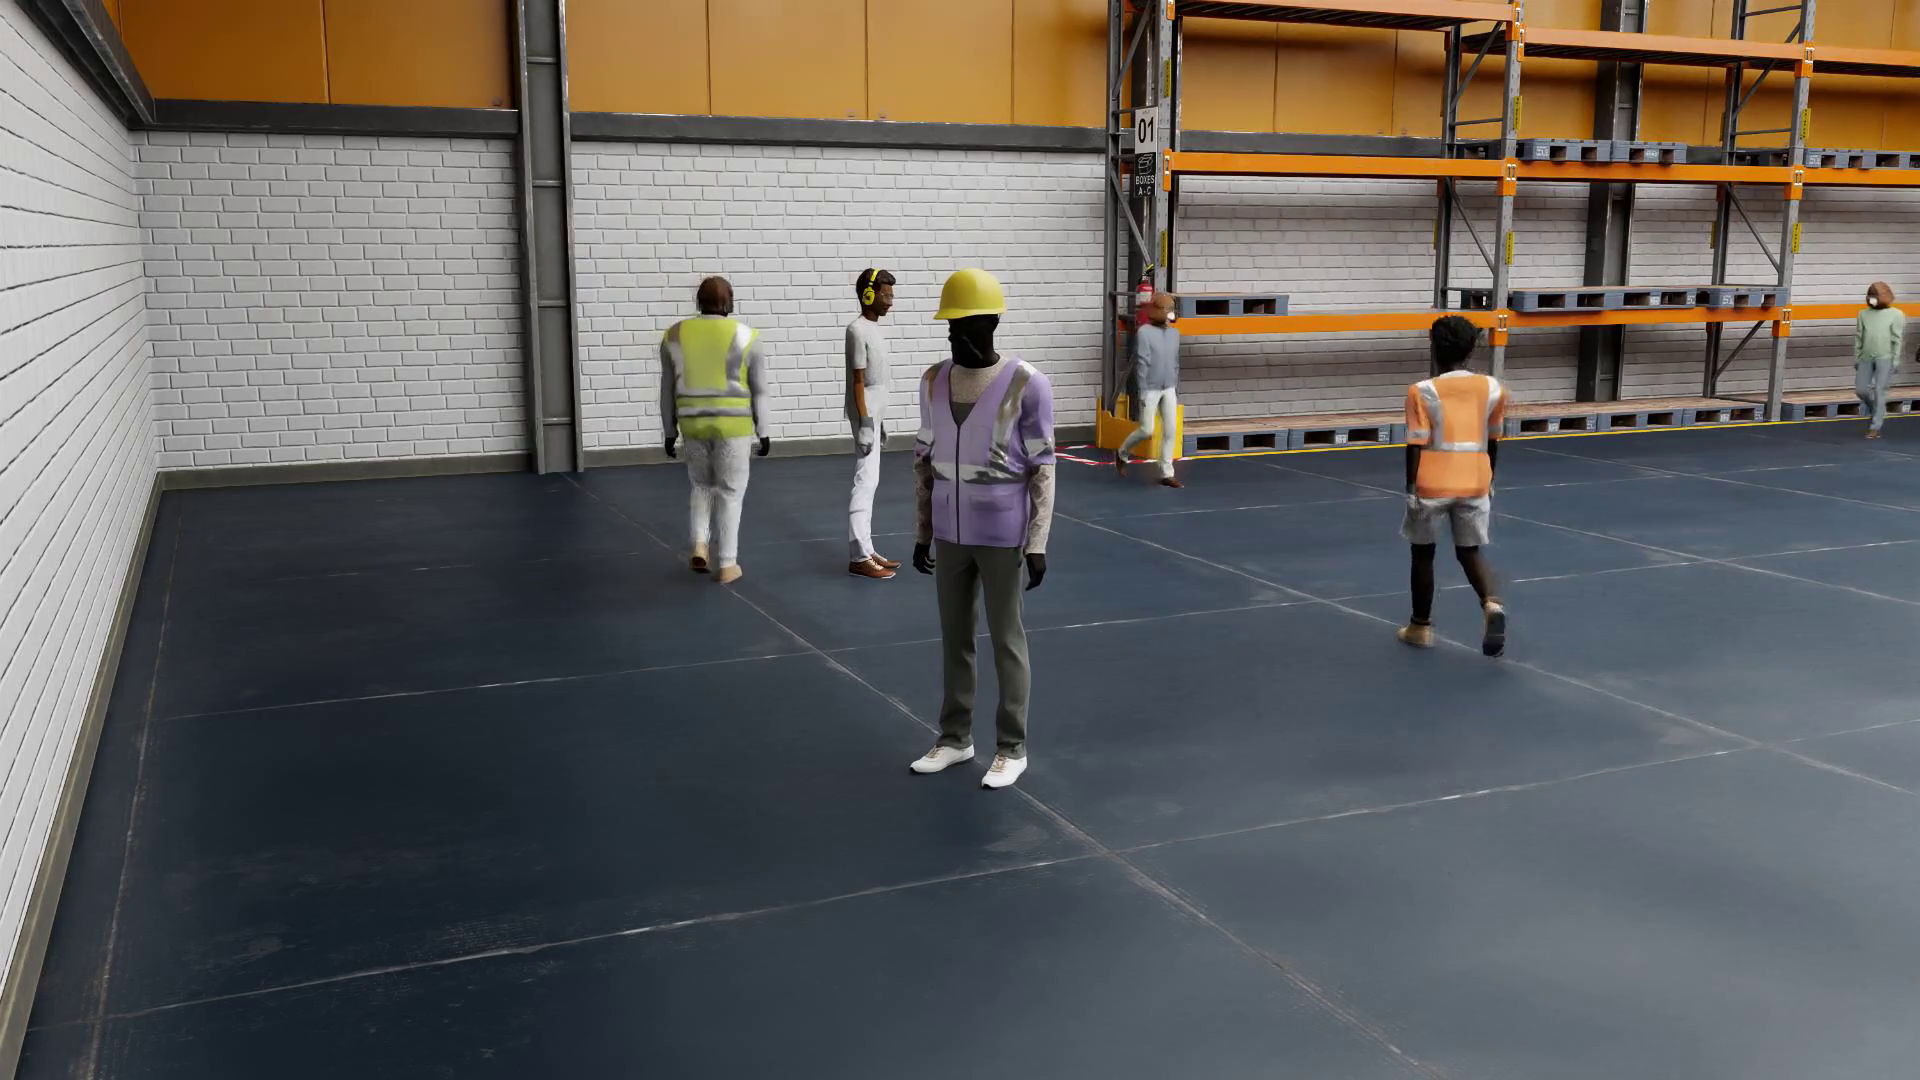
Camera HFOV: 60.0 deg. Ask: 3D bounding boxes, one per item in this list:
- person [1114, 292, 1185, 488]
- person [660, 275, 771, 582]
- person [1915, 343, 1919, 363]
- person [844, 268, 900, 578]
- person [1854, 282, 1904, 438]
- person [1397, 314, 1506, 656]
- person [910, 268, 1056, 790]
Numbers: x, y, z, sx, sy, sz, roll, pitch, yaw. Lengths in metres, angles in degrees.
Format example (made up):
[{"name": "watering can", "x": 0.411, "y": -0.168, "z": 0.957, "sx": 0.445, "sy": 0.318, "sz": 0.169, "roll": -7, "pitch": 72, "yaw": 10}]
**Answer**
[{"name": "person", "x": 1.585, "y": -1.245, "z": 13.776, "sx": 0.510, "sy": 1.611, "sz": 0.618, "roll": -7, "pitch": 12, "yaw": -35}, {"name": "person", "x": -1.444, "y": -0.653, "z": 9.909, "sx": 0.655, "sy": 1.825, "sz": 0.448, "roll": 2, "pitch": 10, "yaw": 9}, {"name": "person", "x": 9.858, "y": -1.903, "z": 16.489, "sx": 0.928, "sy": 1.951, "sz": 0.631, "roll": -9, "pitch": 14, "yaw": -41}, {"name": "person", "x": -0.534, "y": -0.710, "z": 10.110, "sx": 0.328, "sy": 1.865, "sz": 0.521, "roll": 1, "pitch": 10, "yaw": 6}, {"name": "person", "x": 9.517, "y": -1.861, "z": 17.219, "sx": 0.422, "sy": 1.617, "sz": 0.519, "roll": -7, "pitch": 12, "yaw": -33}, {"name": "person", "x": 2.405, "y": -0.254, "z": 8.068, "sx": 0.539, "sy": 1.677, "sz": 0.665, "roll": -2, "pitch": 10, "yaw": -9}, {"name": "person", "x": 0.063, "y": -0.038, "z": 6.188, "sx": 0.595, "sy": 1.925, "sz": 0.373, "roll": 7, "pitch": 12, "yaw": 35}]
